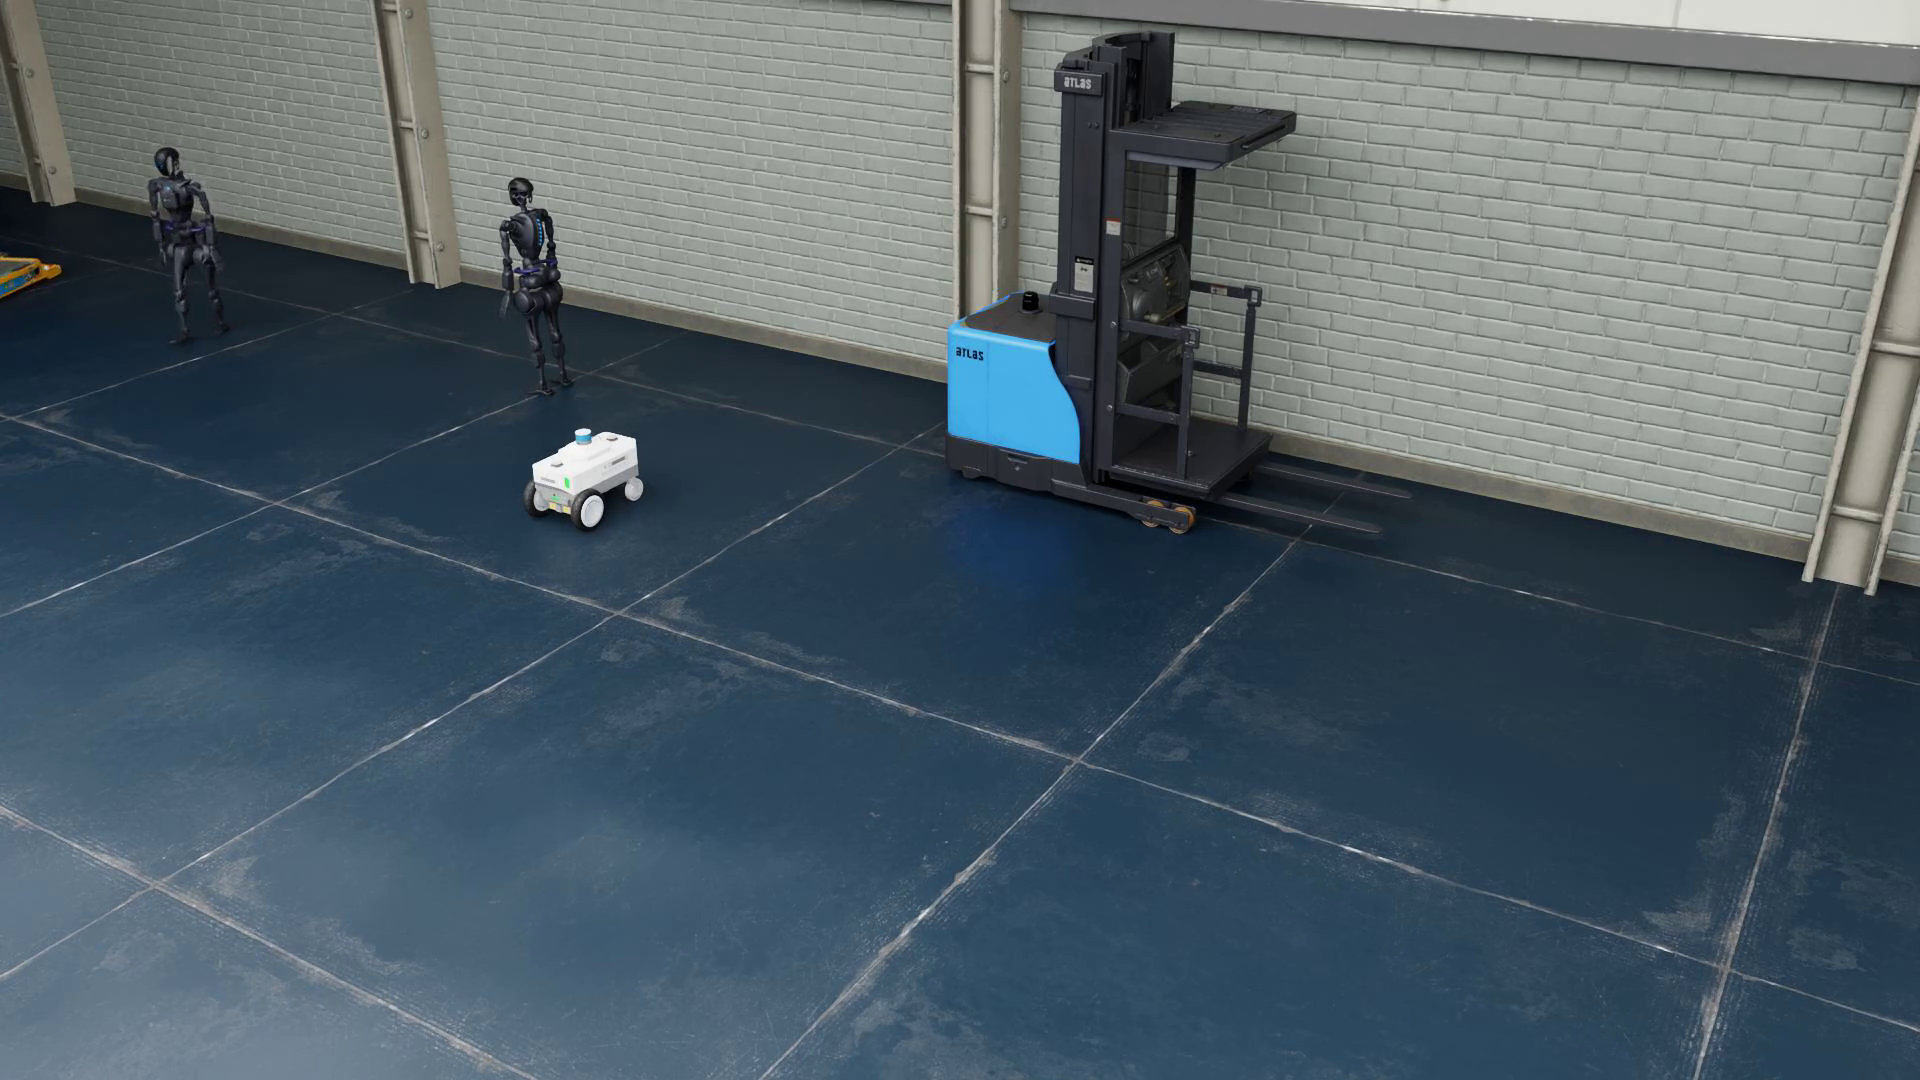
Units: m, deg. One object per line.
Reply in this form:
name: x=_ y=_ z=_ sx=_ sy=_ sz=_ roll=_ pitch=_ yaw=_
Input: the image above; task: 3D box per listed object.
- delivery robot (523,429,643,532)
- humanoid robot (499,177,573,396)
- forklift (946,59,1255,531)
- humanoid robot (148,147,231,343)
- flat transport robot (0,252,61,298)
delivery robot: x=-2.428 y=-0.440 z=10.822 sx=0.499 sy=0.566 sz=0.739 roll=15 pitch=29 yaw=28
humanoid robot: x=-3.255 y=-1.935 z=12.688 sx=0.315 sy=1.657 sz=0.599 roll=15 pitch=29 yaw=28
forklift: x=0.933 y=-1.707 z=10.833 sx=1.873 sy=2.768 sz=1.129 roll=15 pitch=29 yaw=28
humanoid robot: x=-6.399 y=-2.441 z=13.790 sx=0.588 sy=1.638 sz=0.591 roll=4 pitch=26 yaw=8
flat transport robot: x=-8.954 y=-2.330 z=15.187 sx=0.659 sy=0.231 sz=1.431 roll=3 pitch=25 yaw=6
